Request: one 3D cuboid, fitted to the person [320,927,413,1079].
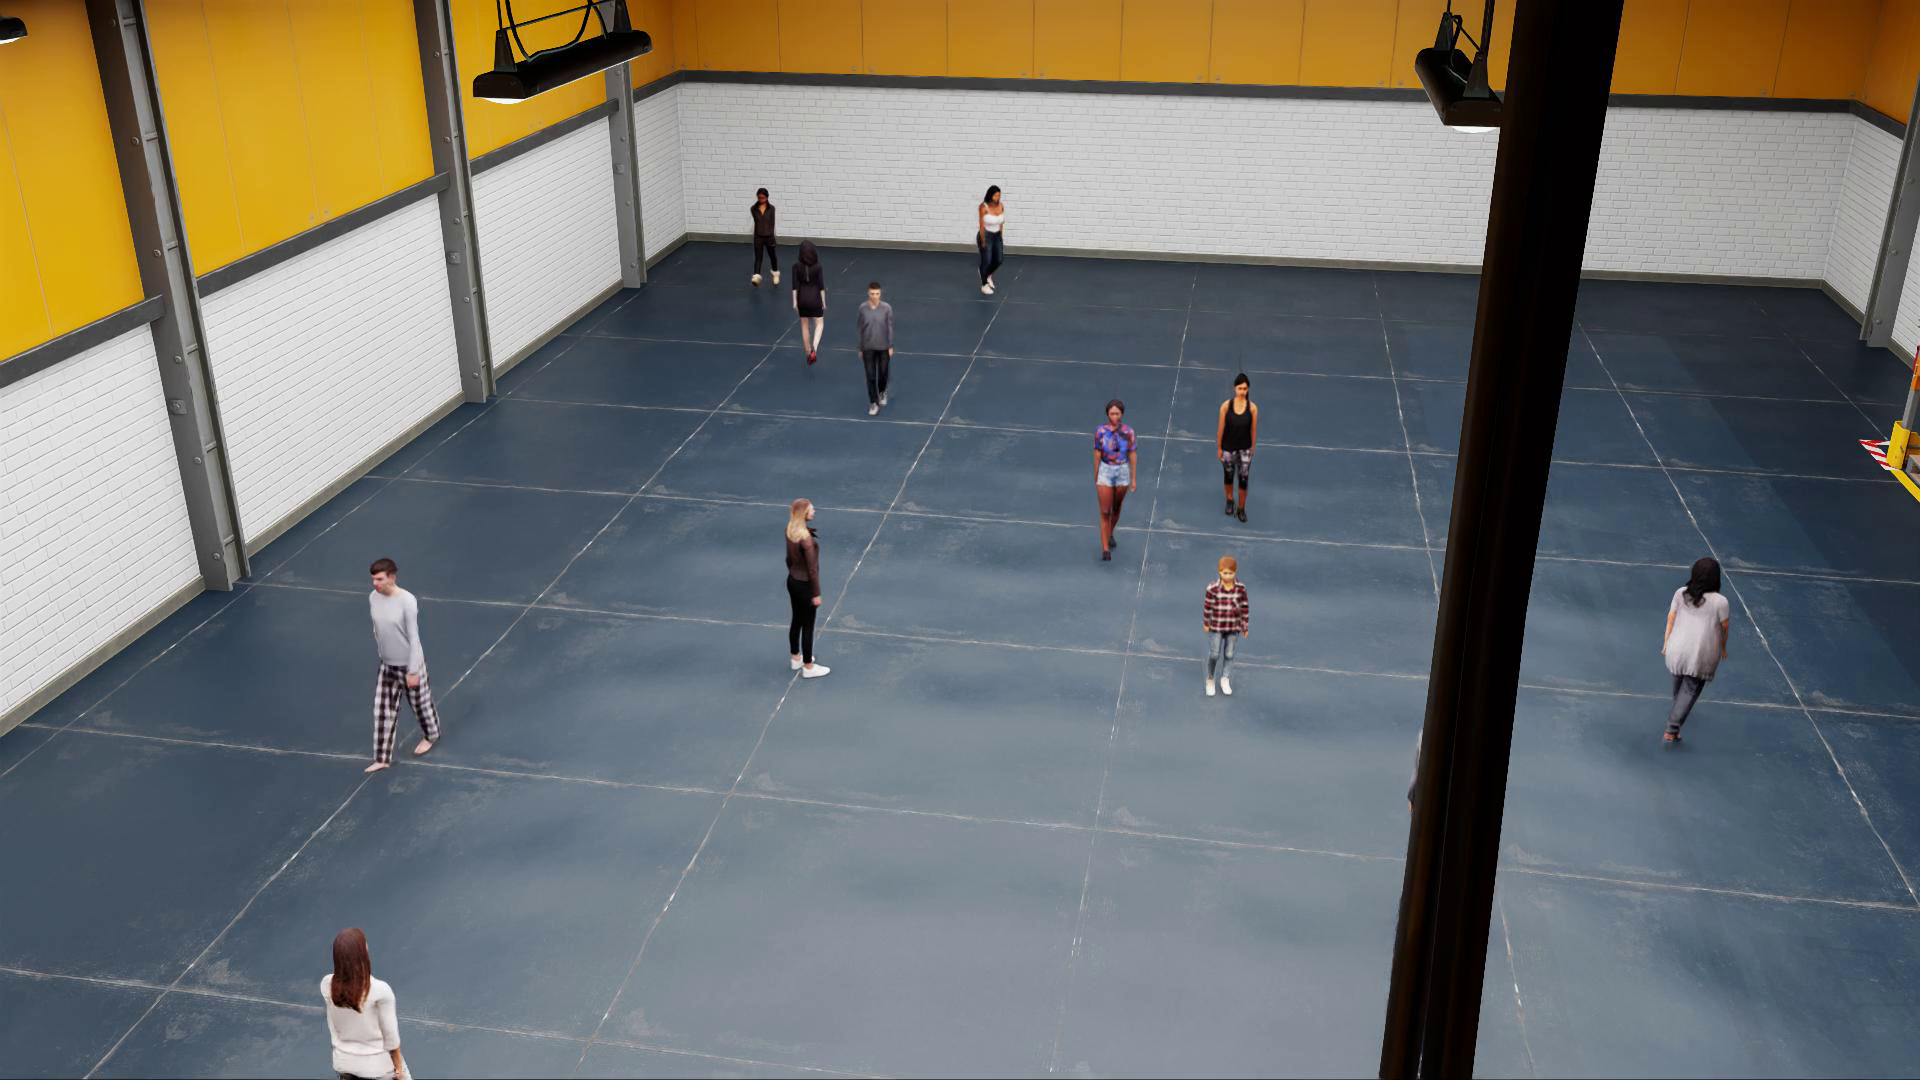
[{"bbox_3d":[-3.340,2.941,9.307,0.629,1.676,0.612,2,24,4],"label":"person"}]

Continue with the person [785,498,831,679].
[{"bbox_3d":[-1.429,0.424,15.033,0.733,1.703,0.657,-14,27,-28],"label":"person"}]

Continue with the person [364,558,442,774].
[{"bbox_3d":[-4.528,0.960,13.663,0.777,1.819,1.092,8,25,19],"label":"person"}]

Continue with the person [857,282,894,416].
[{"bbox_3d":[-1.096,-2.526,21.721,0.688,1.751,0.759,1,24,3],"label":"person"}]

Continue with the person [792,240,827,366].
[{"bbox_3d":[-2.127,-3.293,23.421,0.666,1.795,0.806,1,24,2],"label":"person"}]

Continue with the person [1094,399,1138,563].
[{"bbox_3d":[1.620,-0.667,17.534,0.740,1.699,1.136,-1,24,-1],"label":"person"}]

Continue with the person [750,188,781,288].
[{"bbox_3d":[-3.209,-4.921,27.353,0.733,1.628,1.120,1,24,2],"label":"person"}]

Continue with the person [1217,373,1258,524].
[{"bbox_3d":[3.063,-1.065,18.512,0.602,1.645,0.787,3,24,6],"label":"person"}]

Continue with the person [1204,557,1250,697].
[{"bbox_3d":[2.367,0.730,14.837,0.594,1.300,0.629,0,24,-1],"label":"person"}]

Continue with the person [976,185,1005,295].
[{"bbox_3d":[0.412,-4.912,27.138,0.850,1.784,0.915,-14,27,-29],"label":"person"}]

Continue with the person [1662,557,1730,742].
[{"bbox_3d":[6.146,0.949,13.993,1.136,1.574,1.012,-20,31,-38],"label":"person"}]
